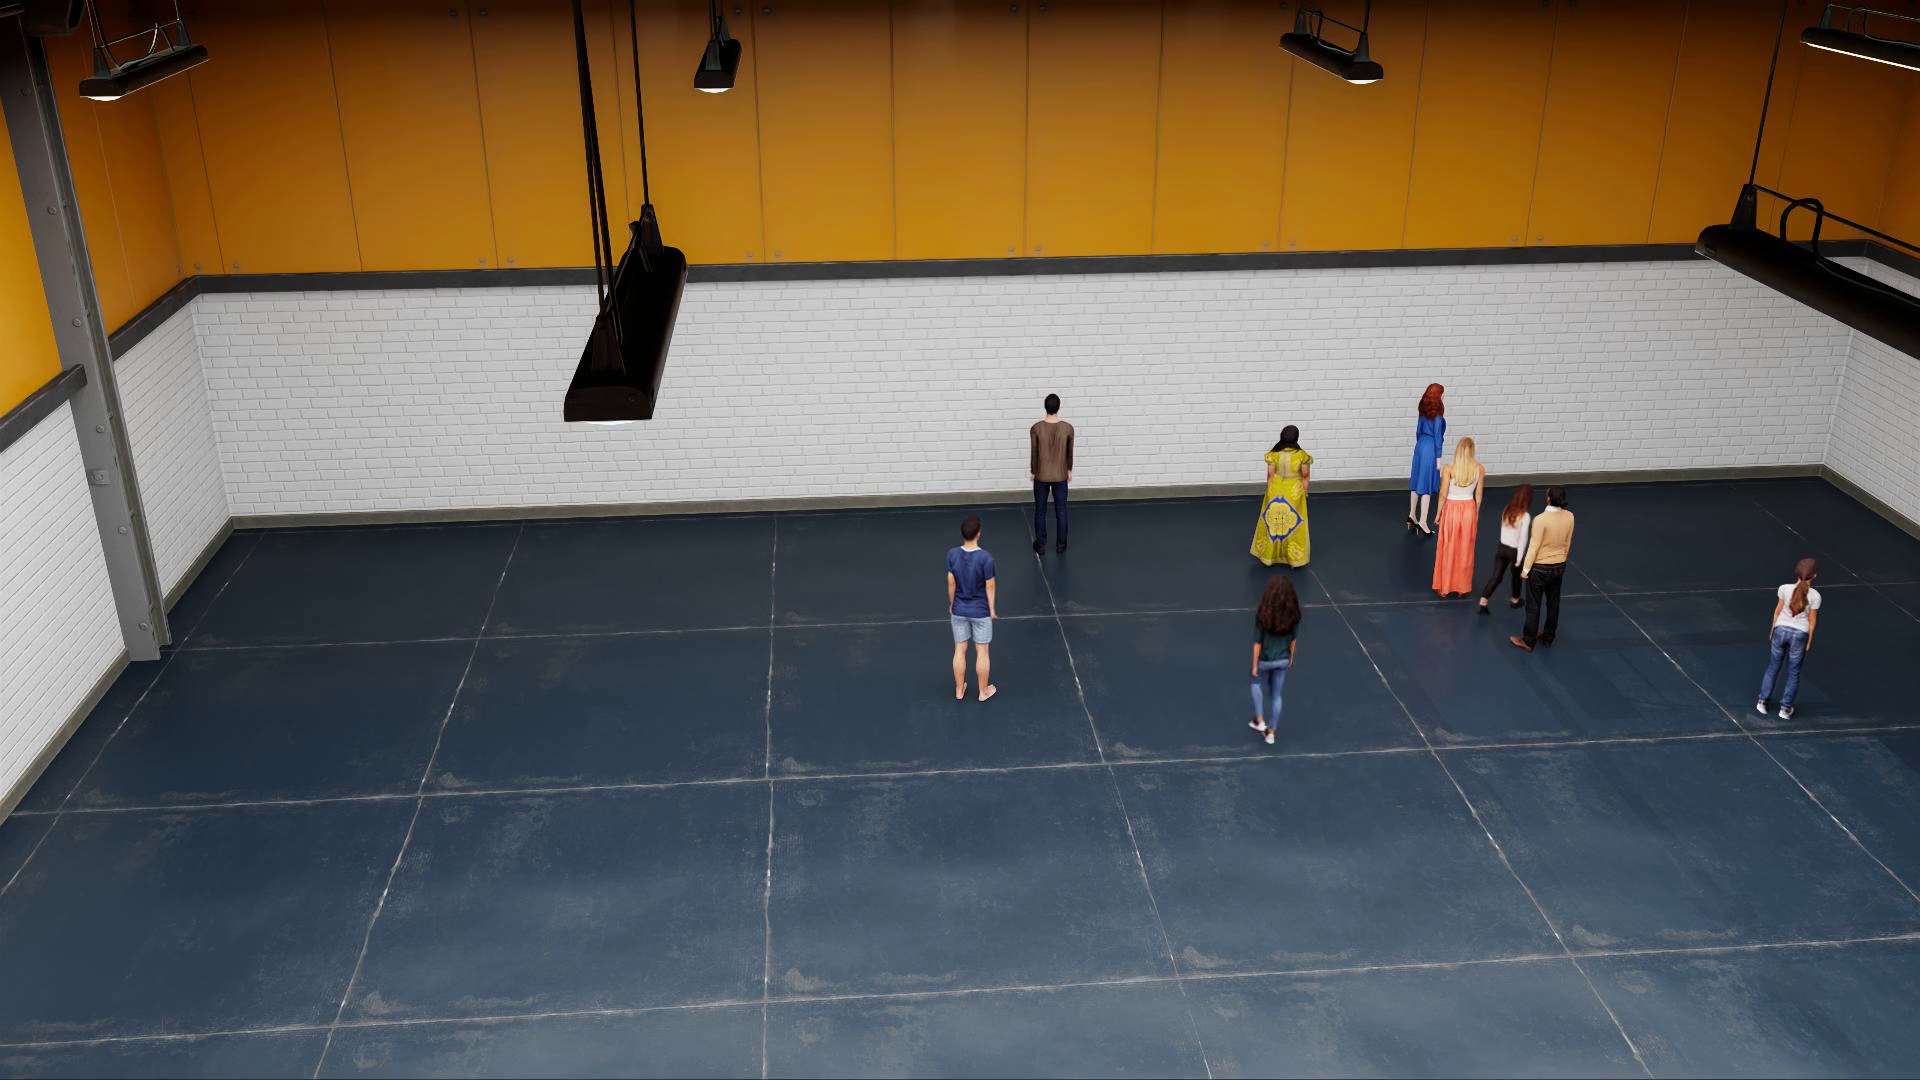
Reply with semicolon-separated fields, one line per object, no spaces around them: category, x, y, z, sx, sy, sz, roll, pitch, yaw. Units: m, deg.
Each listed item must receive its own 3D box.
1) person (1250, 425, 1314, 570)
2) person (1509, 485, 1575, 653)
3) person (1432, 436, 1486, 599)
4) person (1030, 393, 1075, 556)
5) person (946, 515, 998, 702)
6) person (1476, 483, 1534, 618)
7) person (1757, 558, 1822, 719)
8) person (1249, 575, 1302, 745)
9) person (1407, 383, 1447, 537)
person;3.617;-0.490;18.461;0.977;1.660;0.957;7;25;16
person;5.852;0.269;16.607;0.722;1.754;0.686;-9;25;-19
person;5.308;-0.243;17.718;0.662;1.802;0.638;2;24;4
person;1.024;-0.745;18.758;0.647;1.887;0.549;-1;24;-3
person;0.107;0.646;15.625;0.699;1.850;0.687;7;25;16
person;5.667;0.138;17.283;0.926;1.451;1.019;-15;28;-31
person;7.712;0.884;15.439;0.620;1.561;0.677;17;29;34
person;2.819;1.102;14.889;0.601;1.603;0.638;-3;24;-8
person;5.412;-0.941;19.281;0.716;1.829;0.567;-7;24;-15
